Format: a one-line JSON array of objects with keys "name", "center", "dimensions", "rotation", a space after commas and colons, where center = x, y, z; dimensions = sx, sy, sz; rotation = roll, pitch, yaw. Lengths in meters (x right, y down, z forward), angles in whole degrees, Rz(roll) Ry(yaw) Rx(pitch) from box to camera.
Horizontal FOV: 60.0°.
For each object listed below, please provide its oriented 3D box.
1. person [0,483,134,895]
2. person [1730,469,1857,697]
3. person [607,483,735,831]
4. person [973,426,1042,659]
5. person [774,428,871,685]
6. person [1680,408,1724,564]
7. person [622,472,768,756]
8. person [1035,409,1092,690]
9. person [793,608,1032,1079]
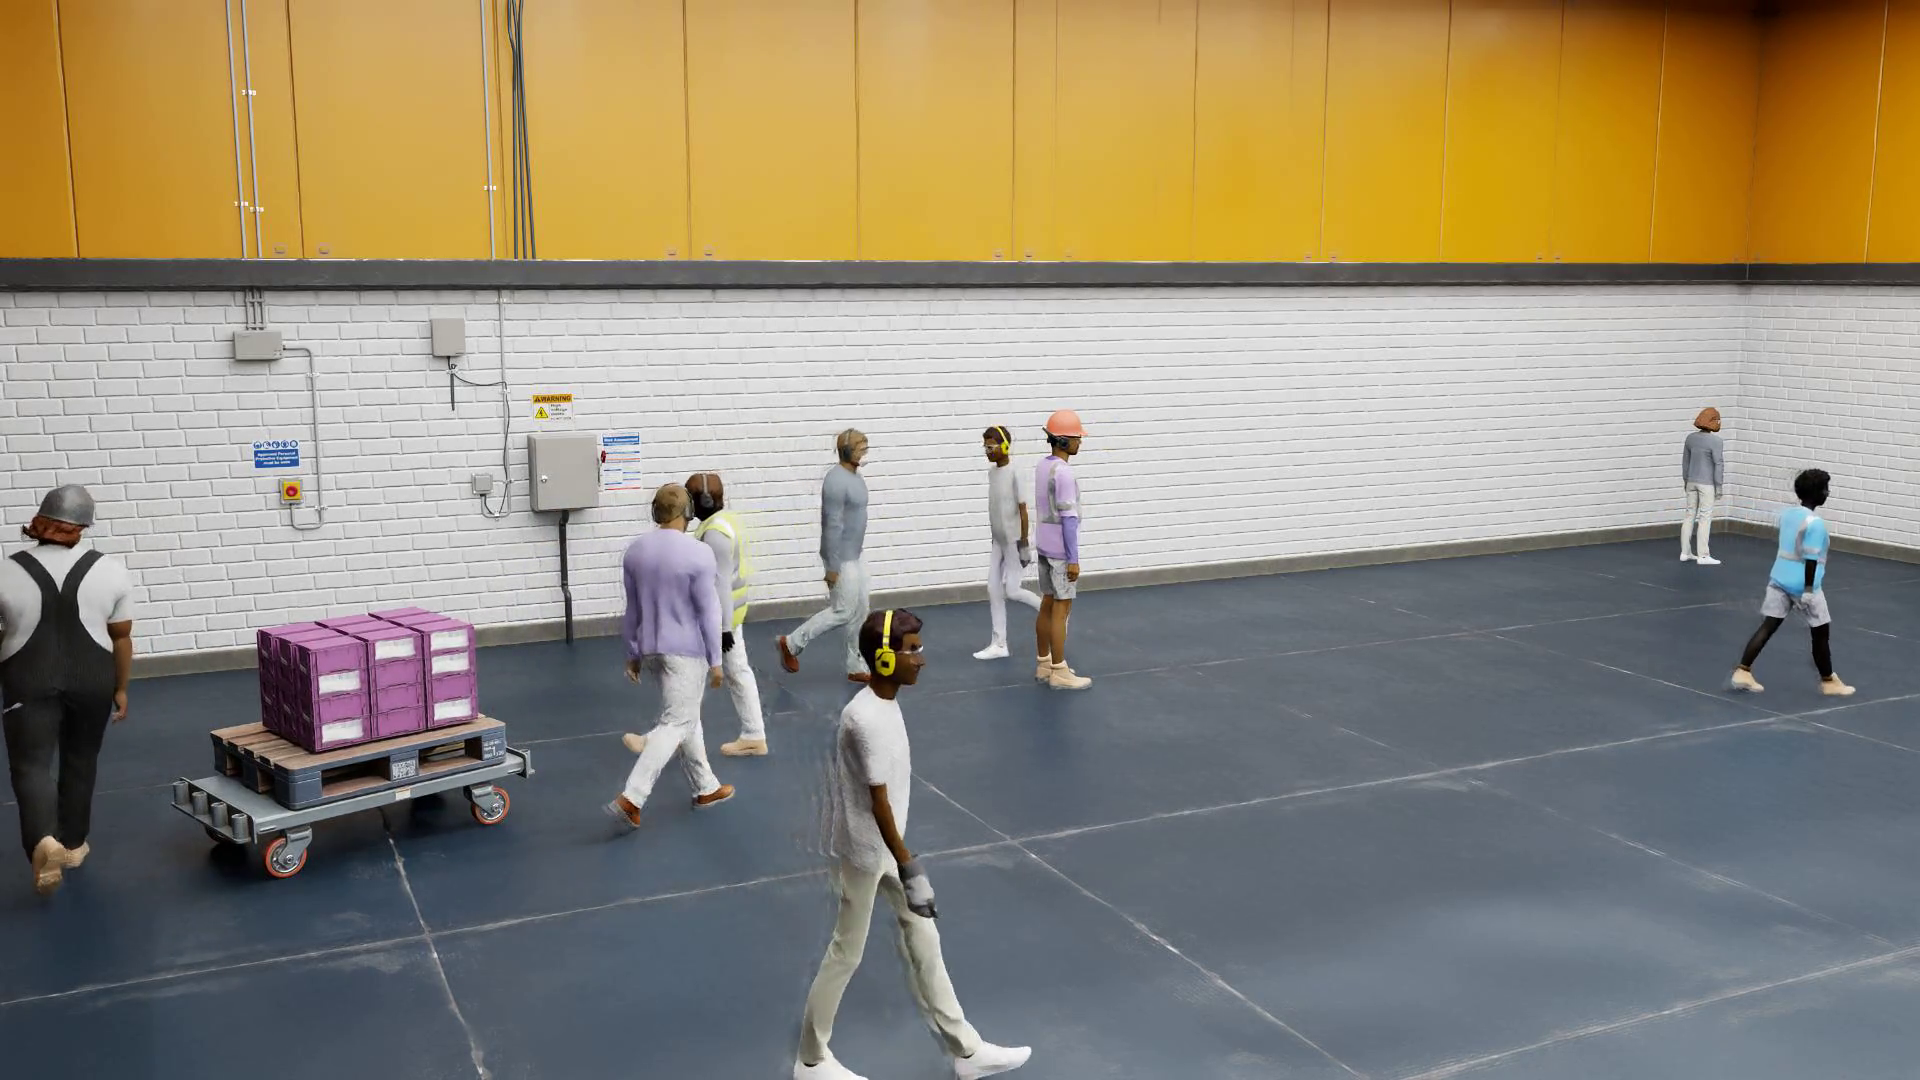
[{"name": "person", "center": [-4.453, 0.697, 8.245], "dimensions": [0.700, 2.000, 0.861], "rotation": [-6, 11, -31]}, {"name": "person", "center": [5.967, 0.308, 11.875], "dimensions": [0.866, 1.656, 0.538], "rotation": [-1, 9, -4]}, {"name": "person", "center": [-1.625, 0.638, 9.136], "dimensions": [0.652, 1.887, 0.945], "rotation": [6, 11, 35]}, {"name": "person", "center": [0.456, 0.013, 13.102], "dimensions": [0.728, 1.840, 0.571], "rotation": [-5, 10, -28]}, {"name": "person", "center": [-0.940, 0.133, 12.115], "dimensions": [0.736, 1.923, 0.639], "rotation": [2, 9, 10]}, {"name": "person", "center": [7.744, -0.565, 17.335], "dimensions": [0.264, 1.632, 0.507], "rotation": [-3, 10, -20]}, {"name": "person", "center": [-1.640, 0.480, 10.330], "dimensions": [0.930, 1.796, 0.659], "rotation": [0, 9, -3]}, {"name": "person", "center": [0.745, 0.067, 12.146], "dimensions": [0.378, 2.044, 0.608], "rotation": [-3, 10, -17]}, {"name": "person", "center": [-0.202, 1.162, 6.055], "dimensions": [0.932, 1.822, 0.506], "rotation": [2, 9, 12]}]
